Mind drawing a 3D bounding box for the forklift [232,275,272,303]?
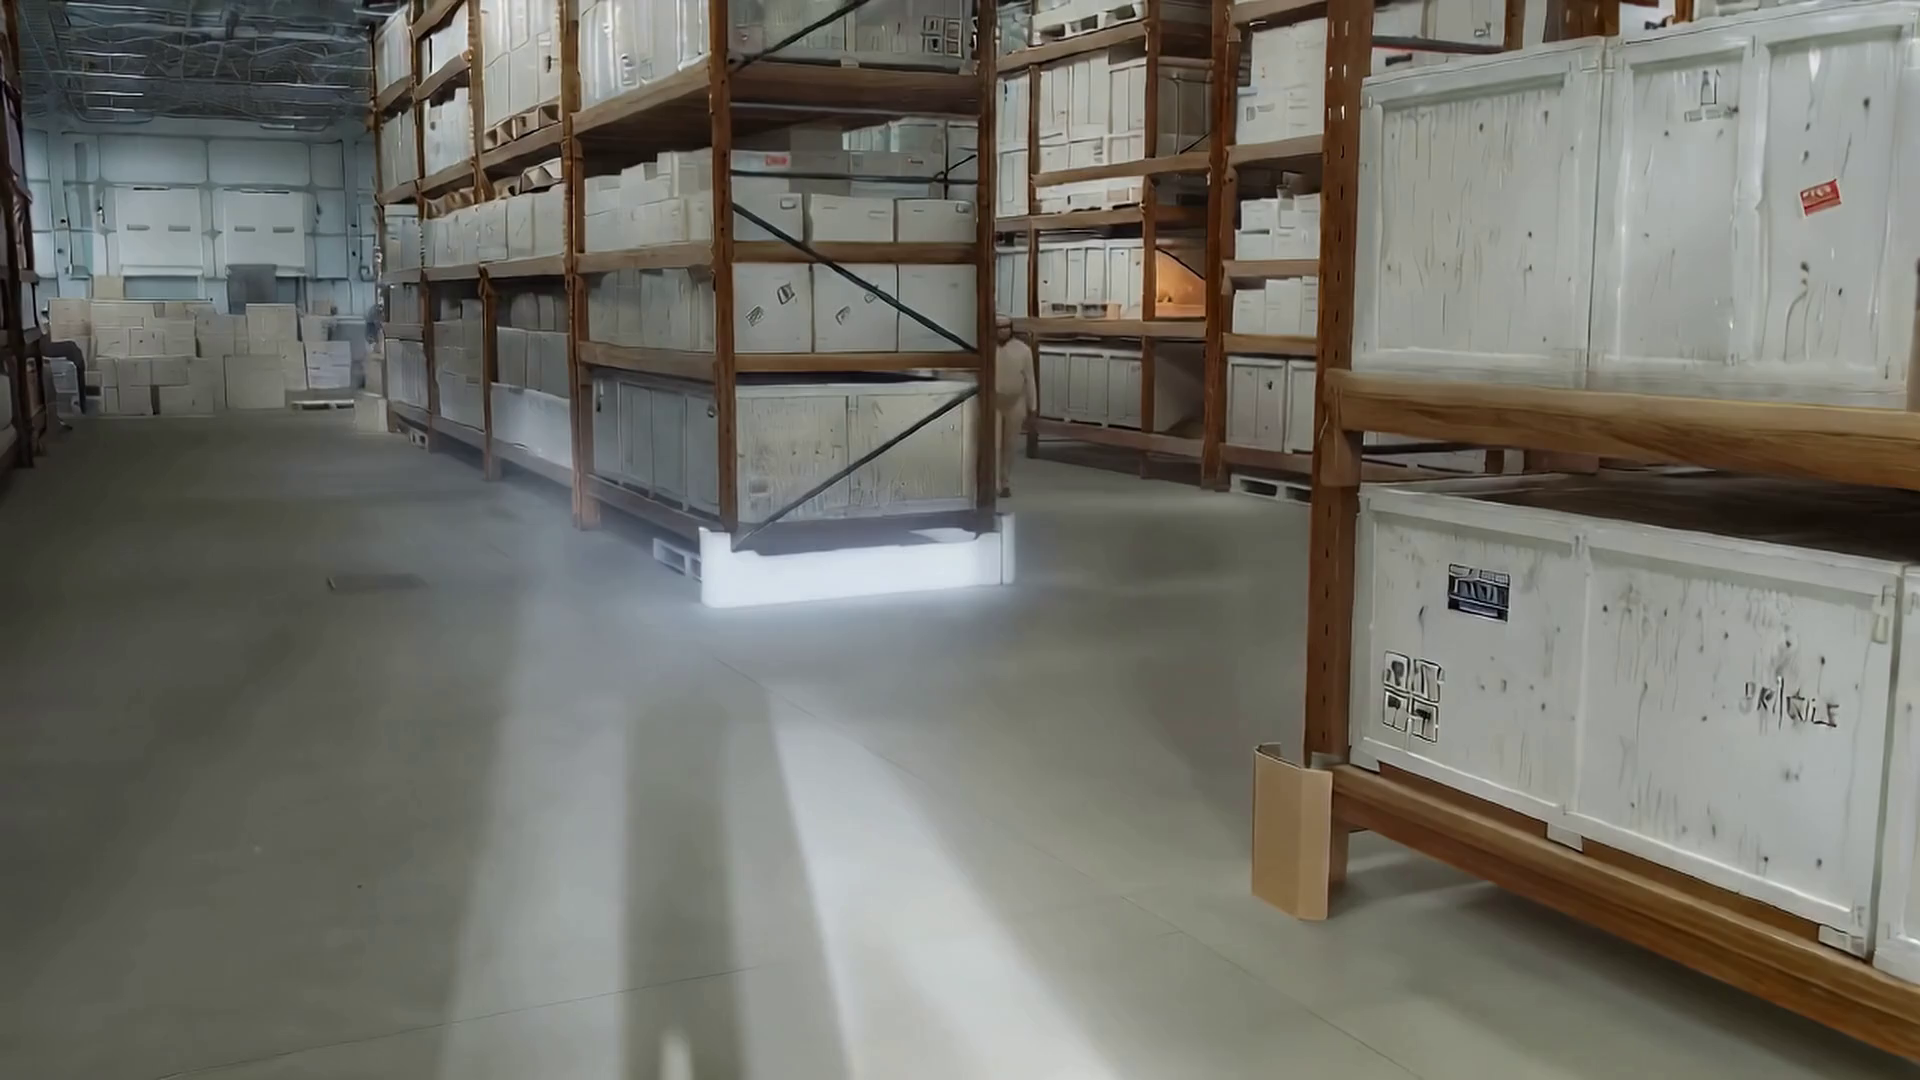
[{"bbox_3d":[-17.112,-5.252,40.304,1.129,2.768,1.873,-4,9,-26],"label":"forklift"}]

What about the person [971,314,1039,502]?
[{"bbox_3d":[0.450,-1.301,16.526,0.658,1.860,0.954,-1,8,-7],"label":"person"}]

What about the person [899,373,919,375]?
[{"bbox_3d":[-0.583,-1.070,15.529,0.535,1.697,0.318,5,9,29],"label":"person"}]

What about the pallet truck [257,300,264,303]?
[{"bbox_3d":[-23.913,-7.404,58.171,1.885,1.965,0.823,-1,8,-9],"label":"pallet truck"}]

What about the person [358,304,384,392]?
[{"bbox_3d":[-11.317,-3.600,32.184,0.524,1.927,0.560,1,8,4],"label":"person"}]
